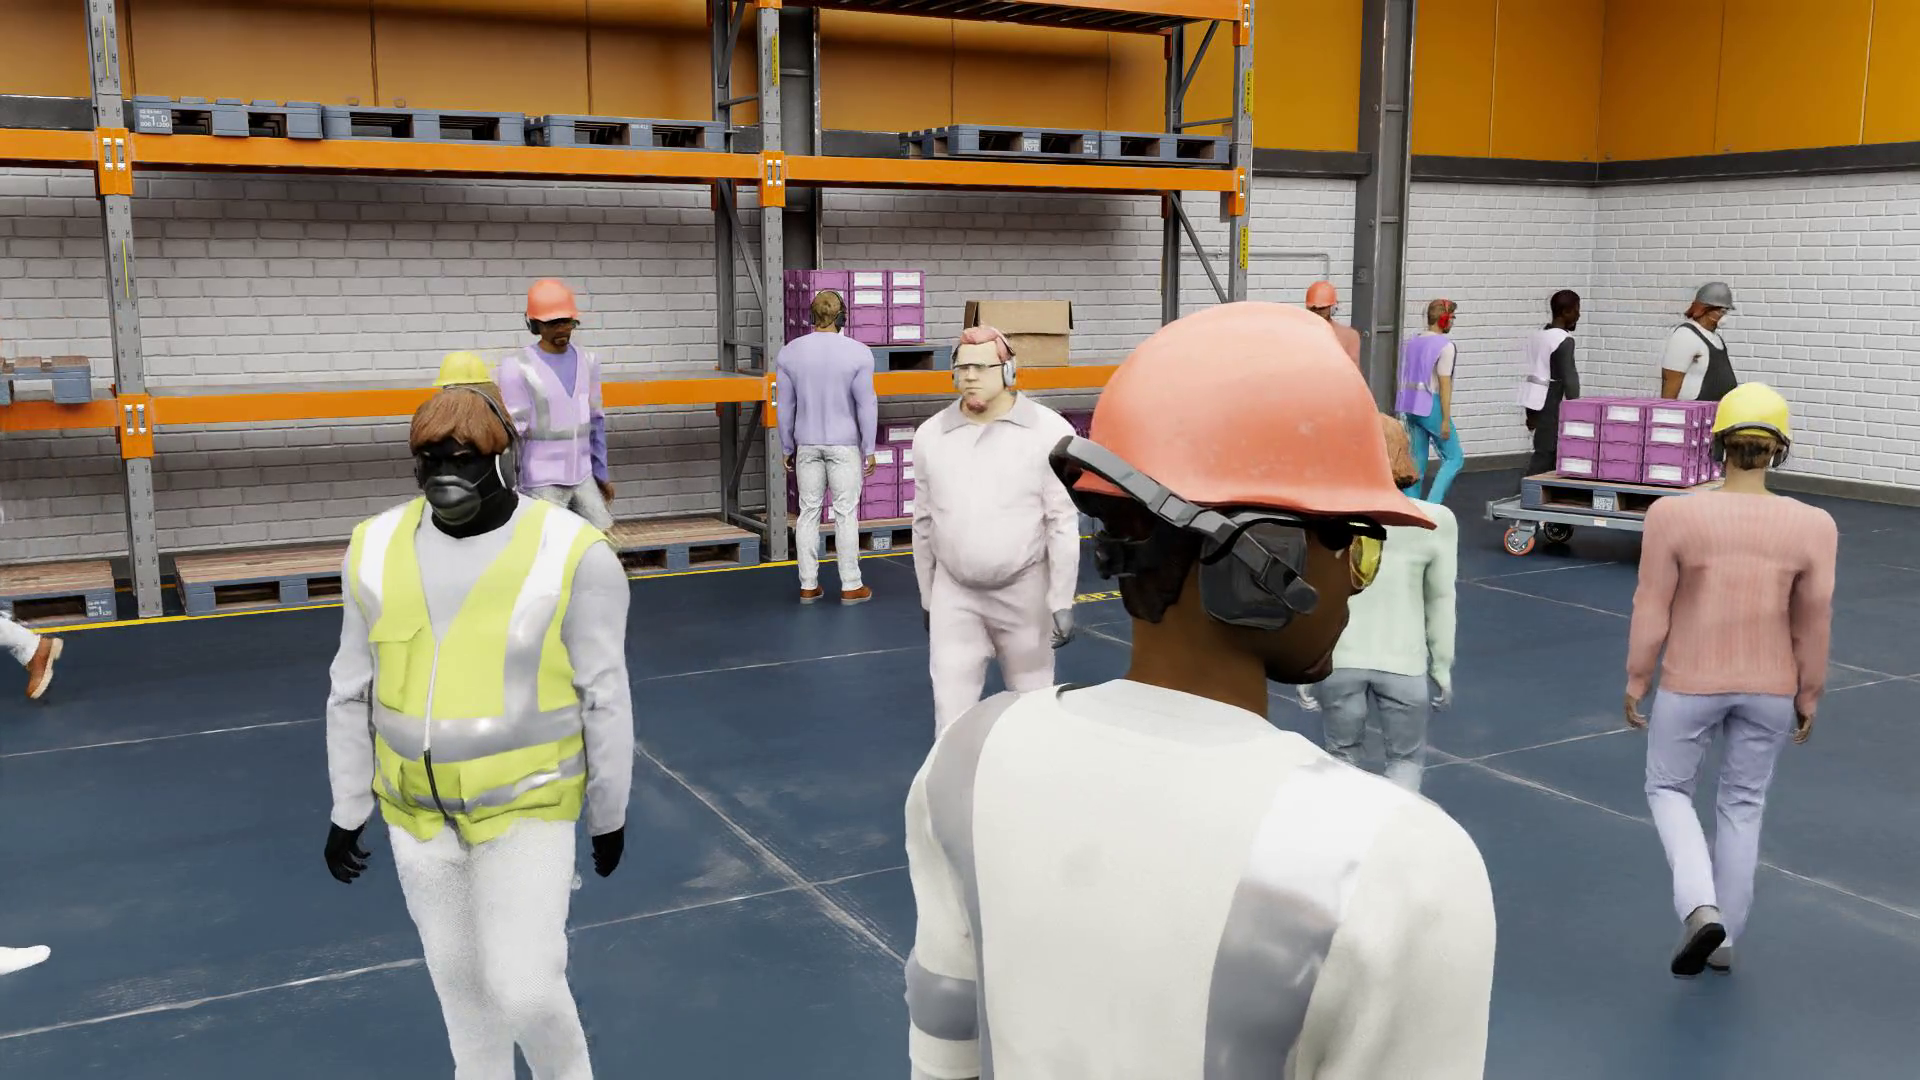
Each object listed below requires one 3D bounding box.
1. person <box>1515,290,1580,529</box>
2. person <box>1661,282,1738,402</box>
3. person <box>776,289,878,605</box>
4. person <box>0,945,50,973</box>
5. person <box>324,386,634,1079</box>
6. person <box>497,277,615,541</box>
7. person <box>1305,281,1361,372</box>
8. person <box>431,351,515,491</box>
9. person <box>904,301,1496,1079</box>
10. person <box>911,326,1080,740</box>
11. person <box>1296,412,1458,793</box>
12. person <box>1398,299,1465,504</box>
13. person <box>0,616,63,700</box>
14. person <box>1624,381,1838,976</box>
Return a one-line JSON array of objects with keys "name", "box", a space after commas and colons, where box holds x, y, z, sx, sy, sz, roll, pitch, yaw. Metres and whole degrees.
[{"name": "person", "box": [4.722, -1.011, 13.097, 0.685, 1.892, 0.598, 0, 9, 3]}, {"name": "person", "box": [5.648, -1.039, 12.810, 1.068, 2.000, 0.694, 8, 12, 39]}, {"name": "person", "box": [-0.811, -0.564, 10.221, 0.633, 1.938, 0.356, 2, 10, 14]}, {"name": "person", "box": [-3.011, 0.435, 4.475, 0.510, 1.836, 0.874, 8, 12, 40]}, {"name": "person", "box": [-1.036, 0.583, 3.591, 0.643, 1.830, 0.442, 2, 10, 13]}, {"name": "person", "box": [-2.059, -0.327, 8.528, 0.524, 2.018, 0.649, 7, 12, 37]}, {"name": "person", "box": [2.809, -1.020, 12.948, 0.612, 1.965, 0.627, 4, 10, 23]}, {"name": "person", "box": [-2.203, -0.002, 7.535, 0.910, 1.691, 0.493, -5, 11, -29]}, {"name": "person", "box": [0.220, 0.805, 1.573, 0.394, 2.040, 0.609, -9, 13, -43]}, {"name": "person", "box": [0.137, 0.161, 6.006, 0.639, 1.876, 0.909, 3, 10, 15]}, {"name": "person", "box": [1.282, 0.417, 5.185, 0.504, 1.624, 0.463, 2, 10, 13]}, {"name": "person", "box": [3.705, -0.972, 13.075, 0.490, 1.821, 0.595, -4, 10, -21]}, {"name": "person", "box": [-4.481, -0.066, 7.445, 0.581, 1.864, 0.755, 8, 12, 41]}, {"name": "person", "box": [2.202, 0.425, 4.761, 0.539, 1.748, 0.492, 2, 10, 13]}]
